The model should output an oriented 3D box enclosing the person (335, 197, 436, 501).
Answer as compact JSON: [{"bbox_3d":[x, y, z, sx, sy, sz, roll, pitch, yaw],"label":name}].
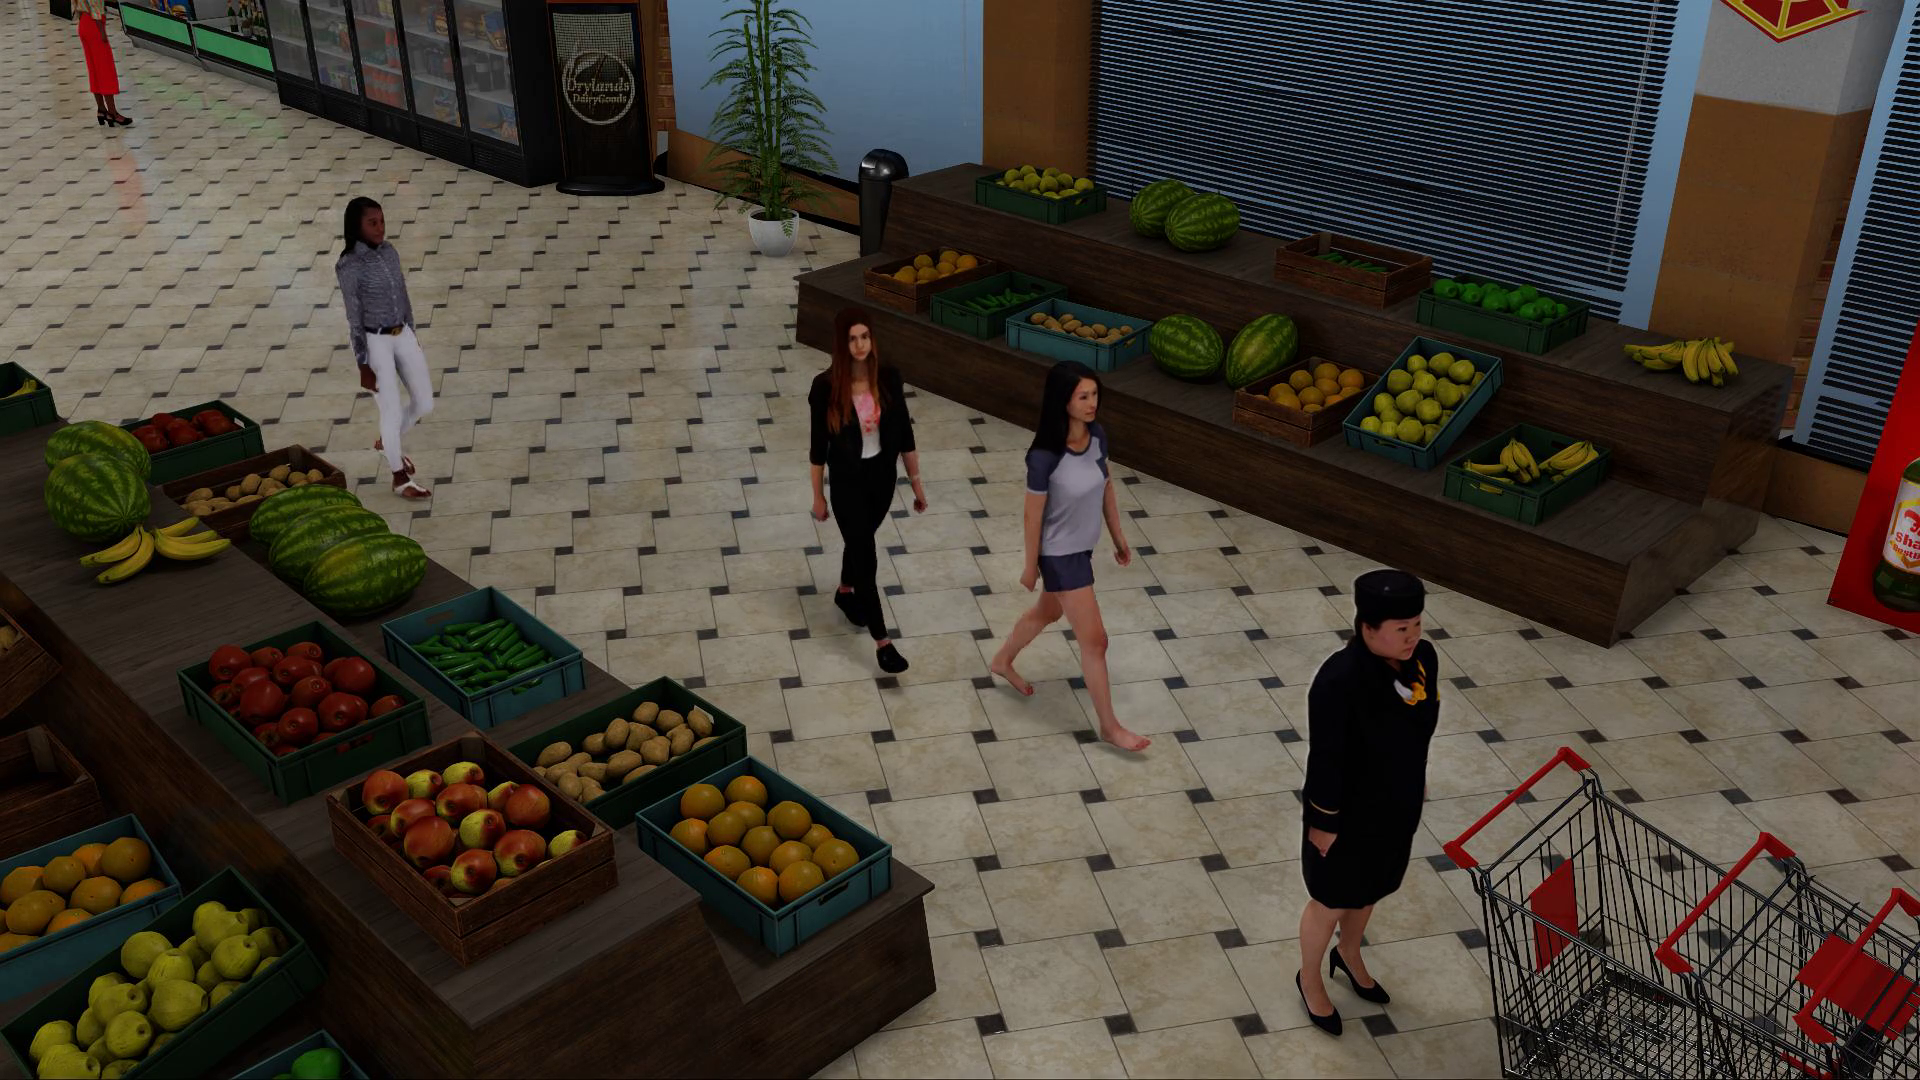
[{"bbox_3d":[-3.214,-1.037,9.098,0.762,1.710,0.717,14,30,25],"label":"person"}]

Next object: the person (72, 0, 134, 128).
[{"bbox_3d":[-8.977,-5.218,17.251,0.487,1.793,0.680,21,33,35],"label":"person"}]

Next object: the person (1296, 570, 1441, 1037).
[{"bbox_3d":[1.313,0.852,5.415,0.732,1.671,0.664,-19,32,-32],"label":"person"}]

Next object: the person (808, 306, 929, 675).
[{"bbox_3d":[-0.480,-0.282,7.656,0.865,1.667,1.196,-13,30,-24],"label":"person"}]

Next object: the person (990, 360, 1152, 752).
[{"bbox_3d":[0.396,0.028,7.052,1.148,1.661,0.730,17,32,30],"label":"person"}]
